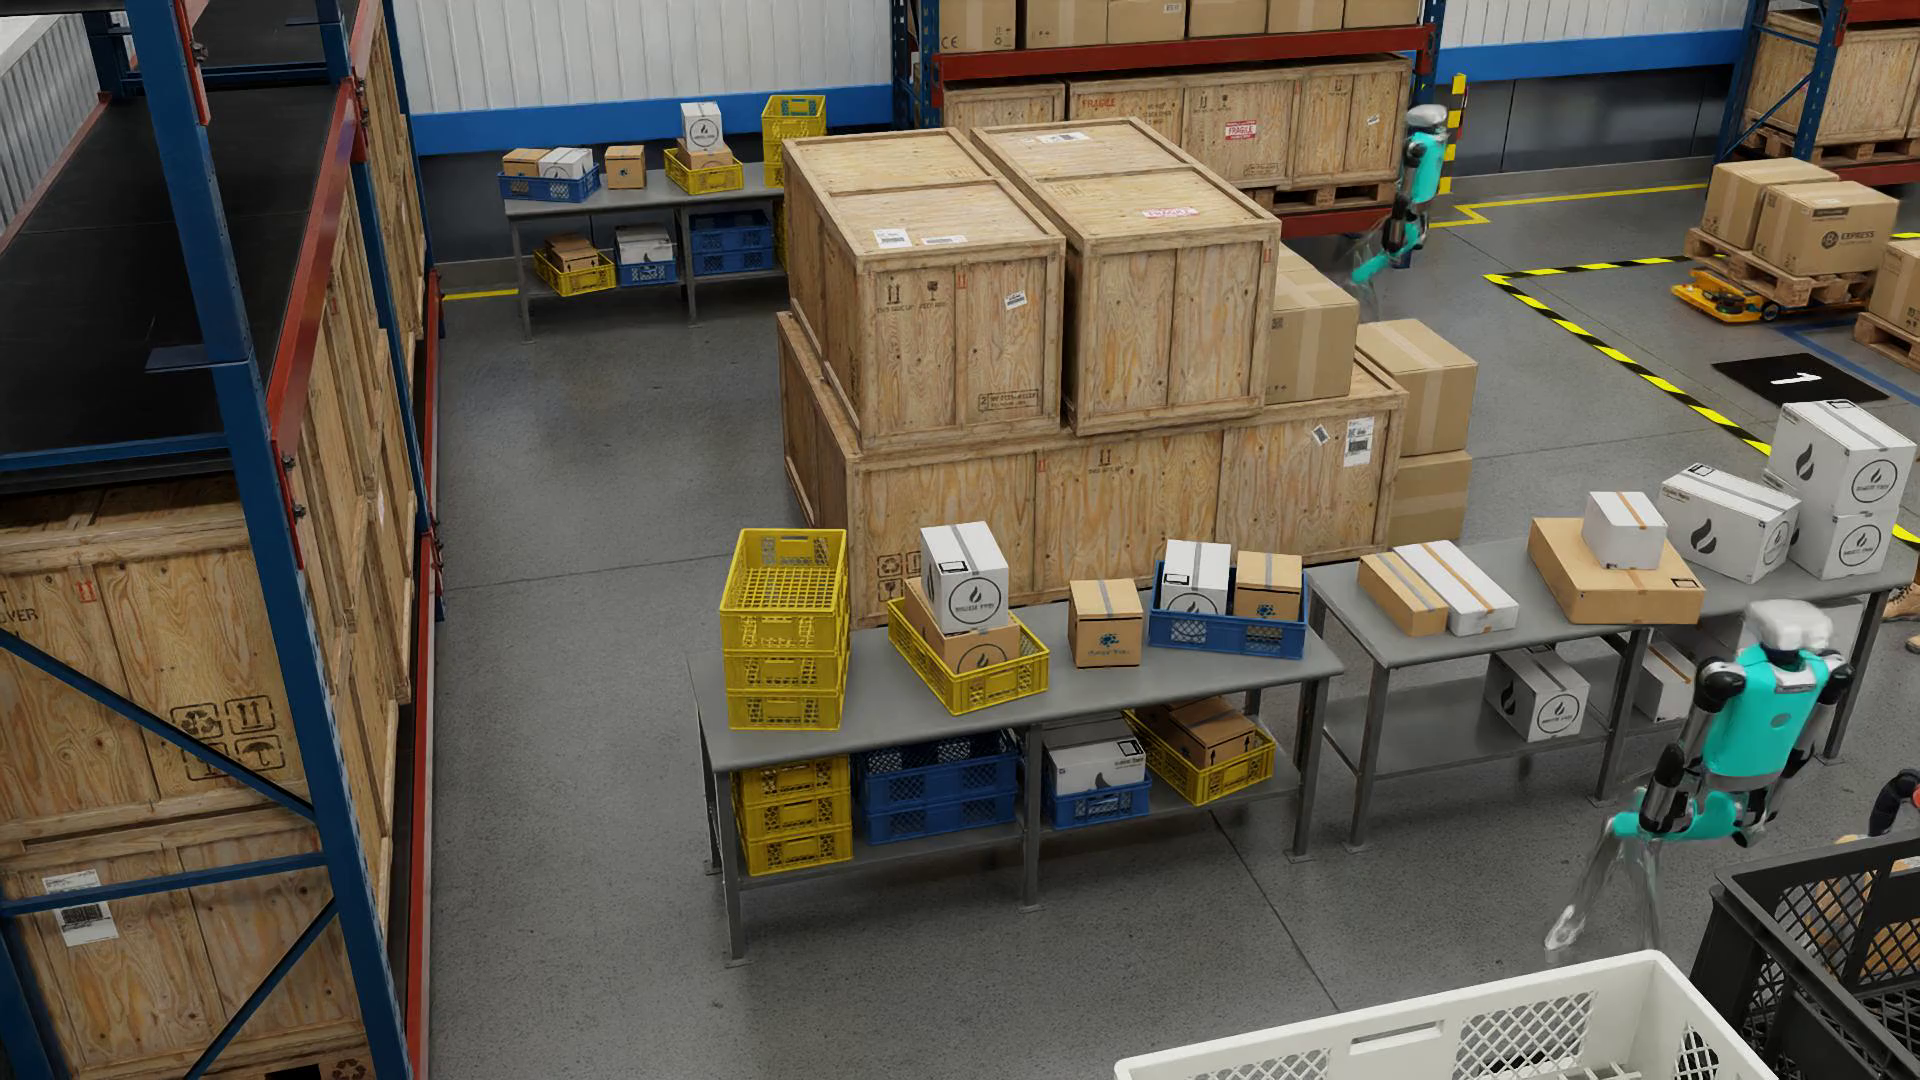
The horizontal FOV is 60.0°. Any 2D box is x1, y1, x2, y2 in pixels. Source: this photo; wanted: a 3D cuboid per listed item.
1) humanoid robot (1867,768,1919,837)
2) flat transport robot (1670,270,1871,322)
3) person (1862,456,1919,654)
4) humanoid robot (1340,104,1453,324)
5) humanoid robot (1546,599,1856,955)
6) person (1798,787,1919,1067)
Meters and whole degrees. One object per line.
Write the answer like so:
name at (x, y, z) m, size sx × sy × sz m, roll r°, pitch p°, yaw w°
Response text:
humanoid robot at (3.108, 1.291, 5.318) m, size 0.616 × 1.632 × 0.440 m, roll 19°, pitch 34°, yaw 30°
flat transport robot at (6.191, -1.903, 12.543) m, size 1.431 × 0.197 × 0.652 m, roll -7°, pitch 30°, yaw -13°
person at (4.894, -0.402, 8.007) m, size 0.366 × 2.047 × 0.605 m, roll -5°, pitch 29°, yaw -10°
humanoid robot at (2.924, -2.150, 11.526) m, size 0.755 × 1.801 × 0.539 m, roll 21°, pitch 35°, yaw 33°
humanoid robot at (2.592, 0.868, 6.025) m, size 0.599 × 1.782 × 0.862 m, roll -5°, pitch 29°, yaw -8°
person at (2.681, 1.414, 4.821) m, size 0.352 × 1.938 × 0.542 m, roll -25°, pitch 38°, yaw -38°
